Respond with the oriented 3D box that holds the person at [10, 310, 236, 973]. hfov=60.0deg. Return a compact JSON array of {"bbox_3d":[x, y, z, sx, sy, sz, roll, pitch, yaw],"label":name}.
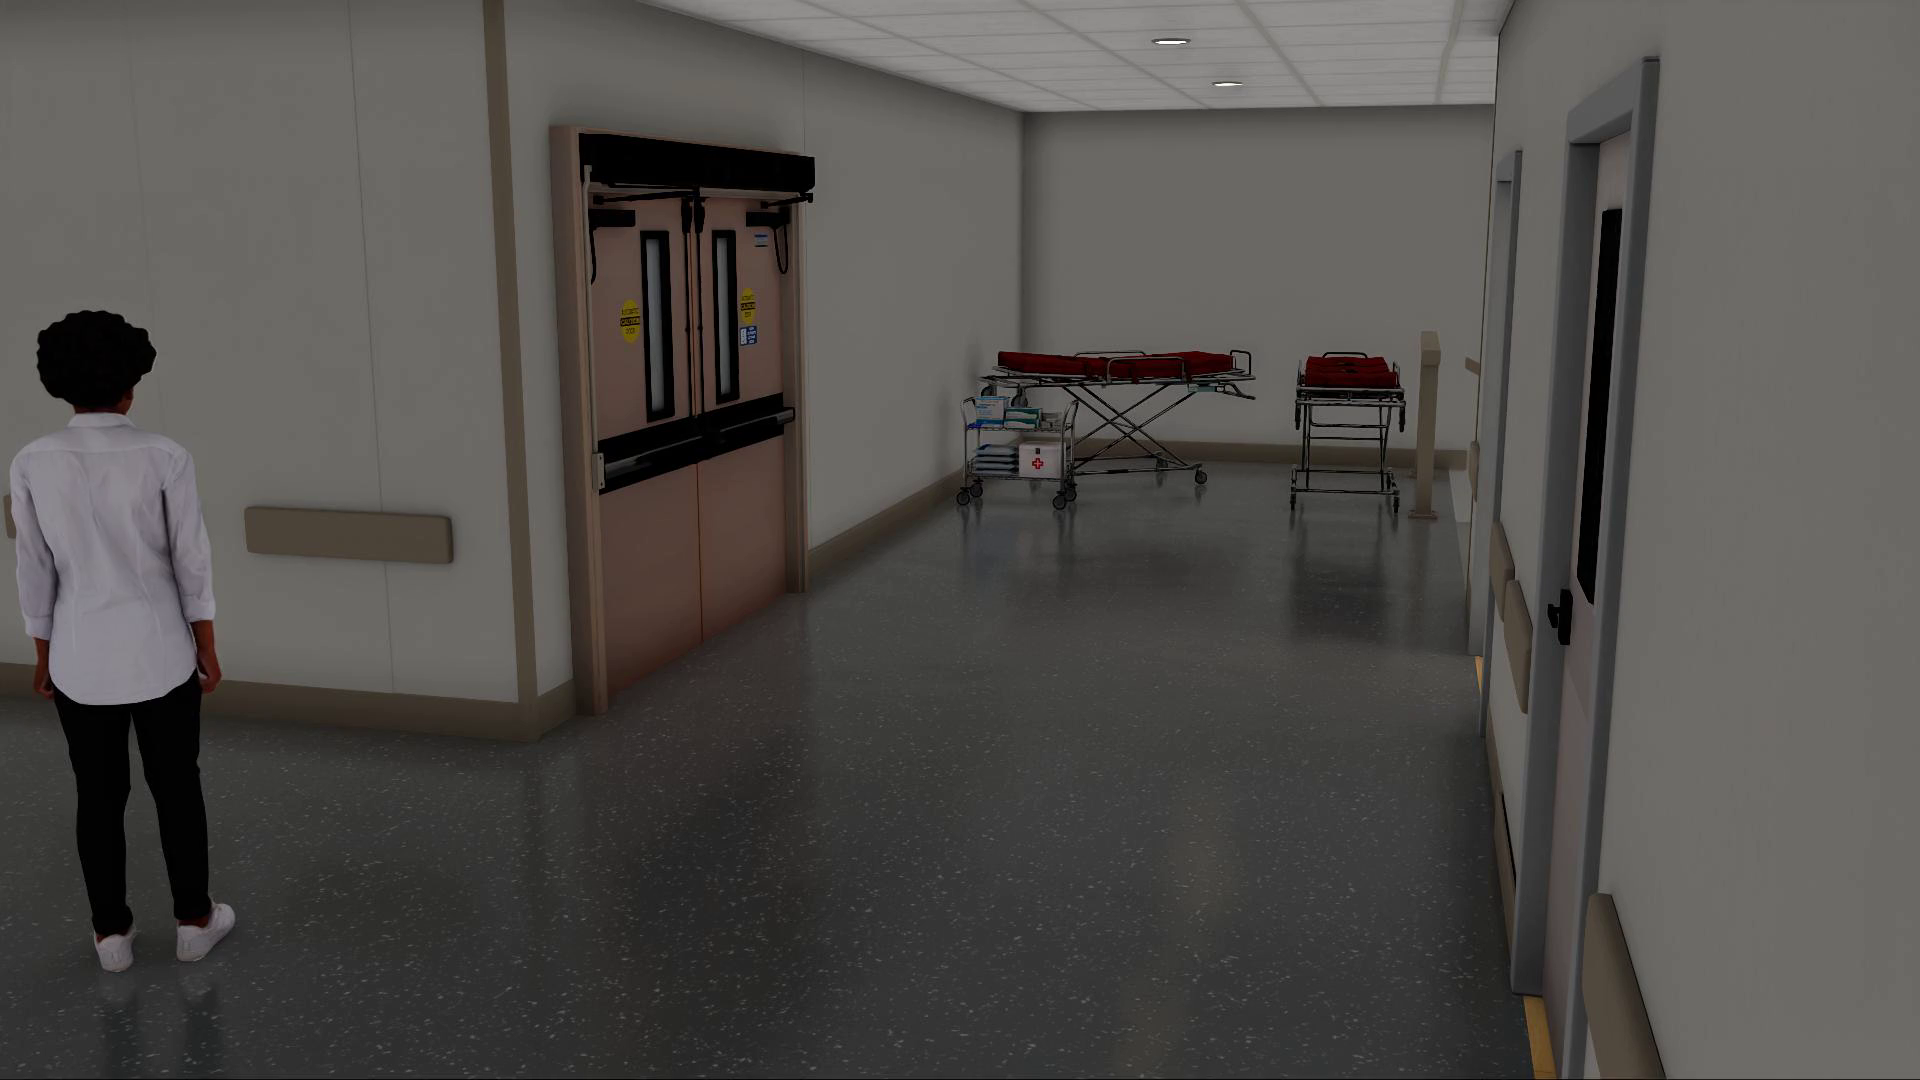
[{"bbox_3d":[-2.295,0.278,4.557,0.710,1.808,0.716,-3,11,-16],"label":"person"}]
